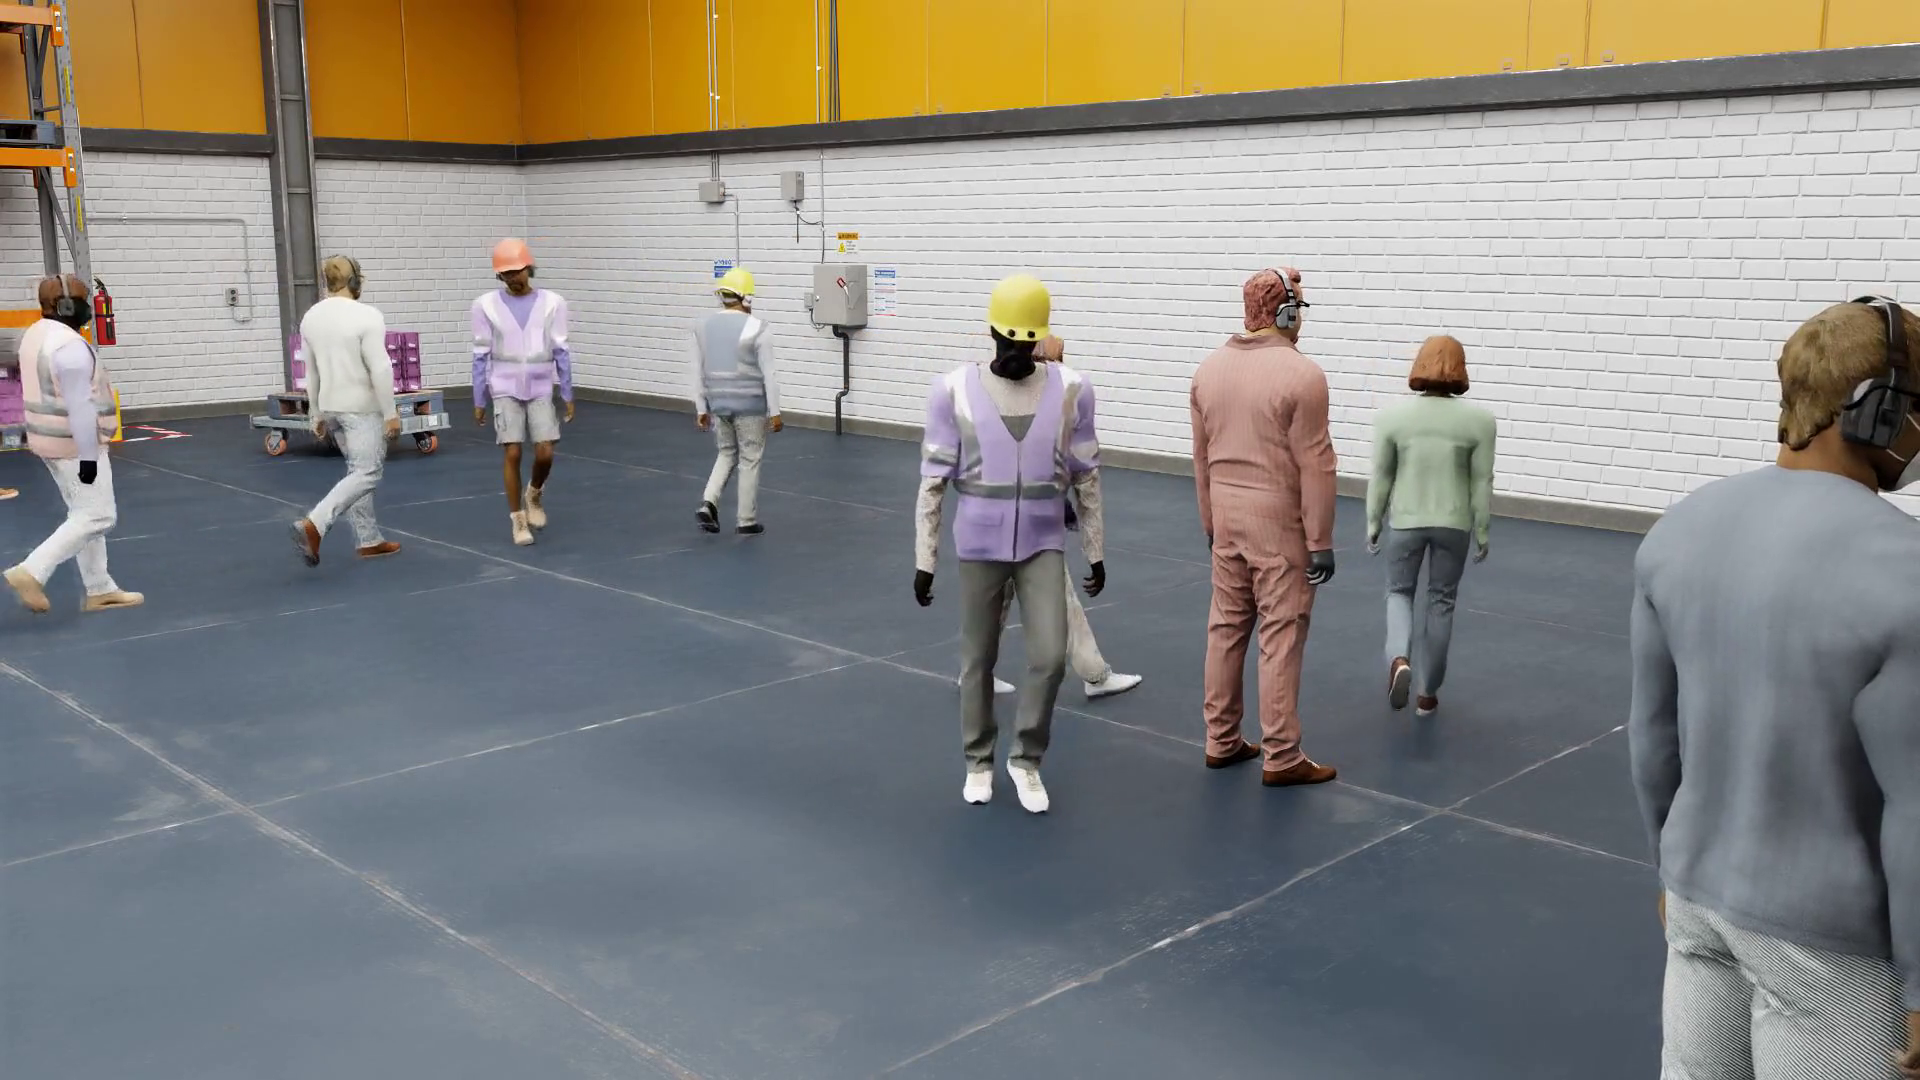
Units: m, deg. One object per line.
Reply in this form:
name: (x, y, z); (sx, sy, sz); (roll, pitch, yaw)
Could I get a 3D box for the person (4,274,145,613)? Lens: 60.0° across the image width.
person: (-4.736, -0.486, 8.782); (0.634, 1.823, 0.631); (10, 14, 43)

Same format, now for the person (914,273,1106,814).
person: (0.176, 0.025, 5.797); (0.680, 1.892, 0.590); (-1, 10, -6)

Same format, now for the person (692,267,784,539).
person: (-1.482, -0.896, 11.046); (0.598, 1.814, 0.446); (5, 12, 27)

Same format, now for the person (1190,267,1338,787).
person: (1.145, -0.046, 6.160); (0.410, 1.908, 0.643); (-8, 13, -36)

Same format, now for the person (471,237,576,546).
person: (-2.858, -0.965, 10.888); (0.655, 2.011, 0.569); (-4, 11, -20)

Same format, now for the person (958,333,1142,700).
person: (0.381, -0.085, 7.213); (0.850, 1.600, 0.530); (0, 10, 0)

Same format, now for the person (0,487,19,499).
person: (-7.570, -1.205, 12.576); (0.569, 1.869, 0.605); (-7, 12, -32)

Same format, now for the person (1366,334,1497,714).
person: (1.945, -0.041, 6.905); (0.514, 1.616, 0.492); (3, 11, 18)

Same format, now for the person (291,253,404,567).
person: (-3.748, -0.770, 10.074); (0.631, 1.916, 0.845); (6, 12, 31)

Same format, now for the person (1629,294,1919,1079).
person: (1.295, 0.595, 2.594); (0.370, 1.934, 0.627); (-3, 11, -17)
